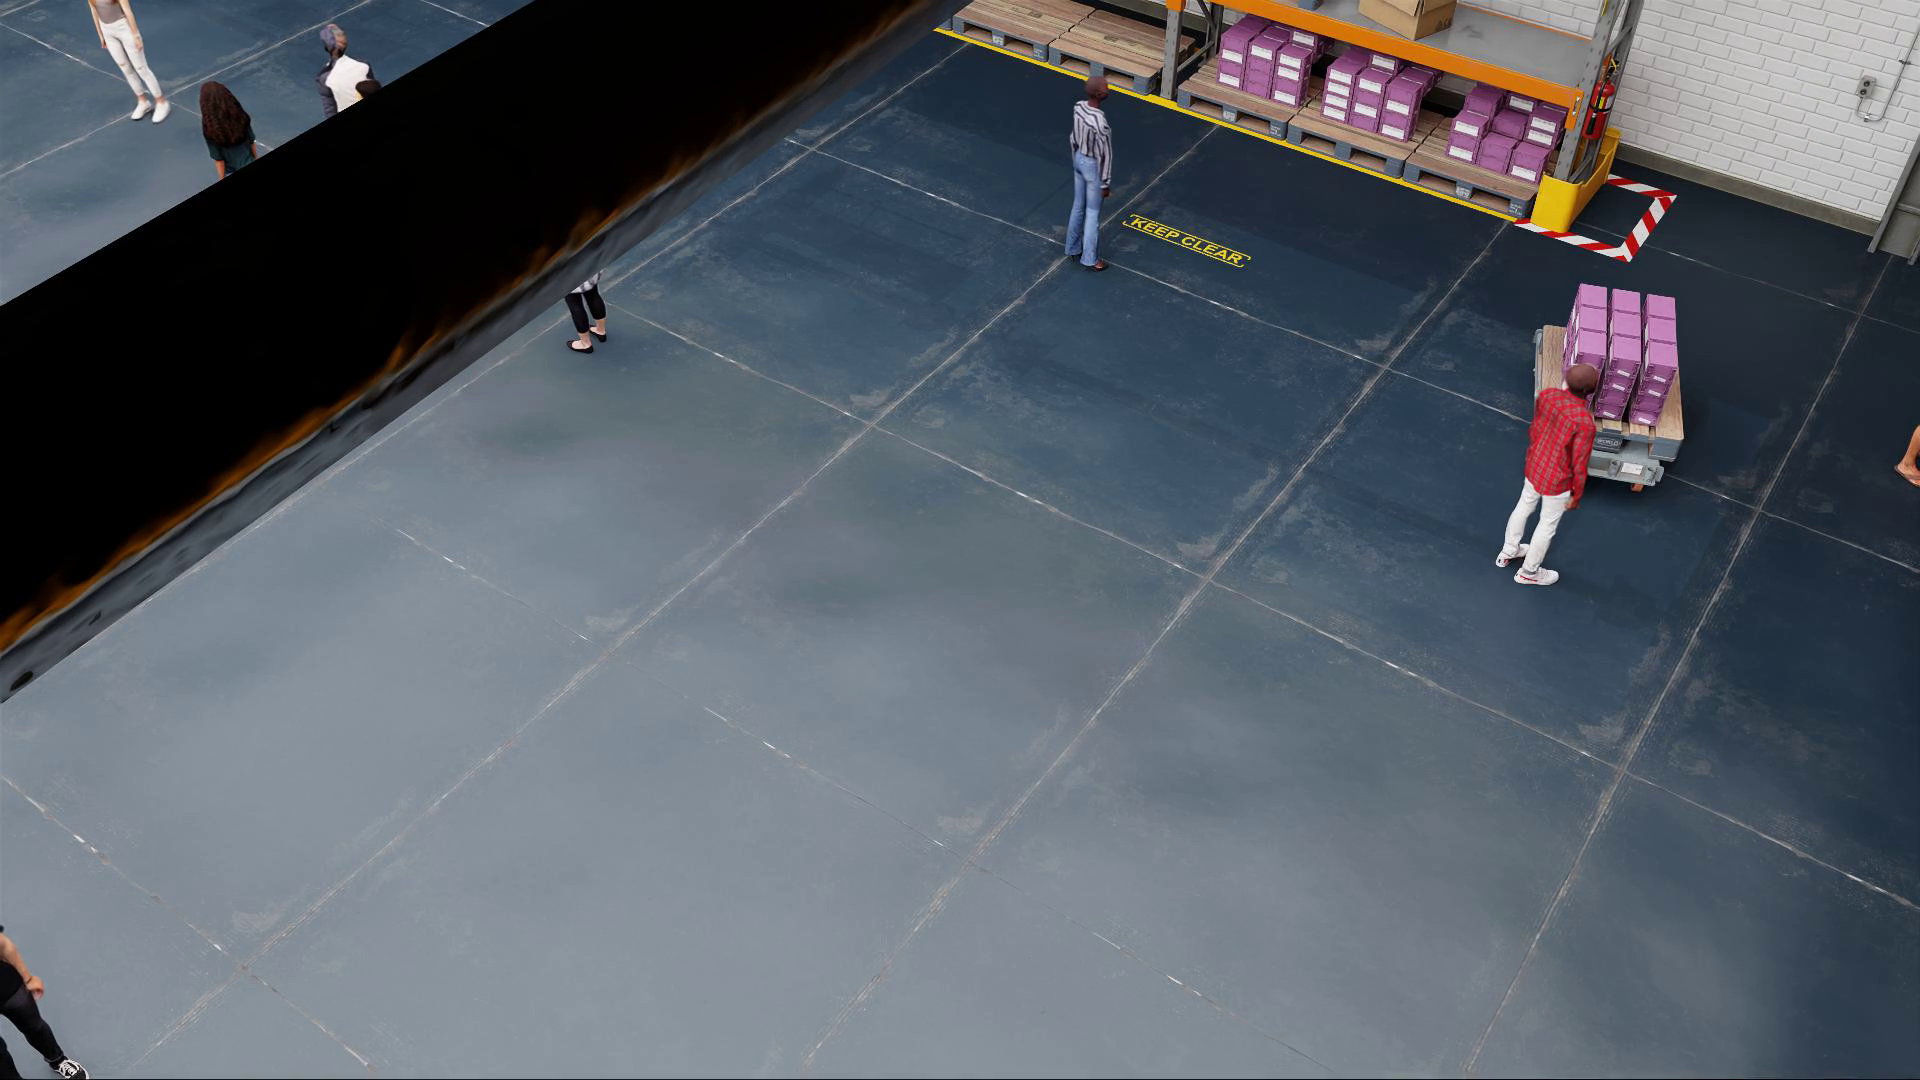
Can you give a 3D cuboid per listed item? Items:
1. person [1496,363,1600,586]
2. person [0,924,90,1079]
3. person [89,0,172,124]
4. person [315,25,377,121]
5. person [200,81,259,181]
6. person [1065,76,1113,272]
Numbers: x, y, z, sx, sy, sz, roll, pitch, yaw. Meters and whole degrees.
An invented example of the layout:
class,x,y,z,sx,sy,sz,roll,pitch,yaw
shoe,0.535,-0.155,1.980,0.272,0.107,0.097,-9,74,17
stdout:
class,x,y,z,sx,sy,sz,roll,pitch,yaw
person,4.017,-0.466,11.294,0.814,1.819,0.695,-17,46,-17
person,-4.928,2.291,8.389,0.554,1.835,0.667,33,53,30
person,-8.059,-4.870,15.992,0.577,1.716,0.716,9,44,9
person,-5.239,-3.583,14.513,0.741,1.893,0.684,-30,51,-28
person,-6.190,-3.184,14.294,0.590,1.617,0.597,28,50,26
person,1.102,-3.103,14.079,0.756,1.796,0.615,-22,48,-21
